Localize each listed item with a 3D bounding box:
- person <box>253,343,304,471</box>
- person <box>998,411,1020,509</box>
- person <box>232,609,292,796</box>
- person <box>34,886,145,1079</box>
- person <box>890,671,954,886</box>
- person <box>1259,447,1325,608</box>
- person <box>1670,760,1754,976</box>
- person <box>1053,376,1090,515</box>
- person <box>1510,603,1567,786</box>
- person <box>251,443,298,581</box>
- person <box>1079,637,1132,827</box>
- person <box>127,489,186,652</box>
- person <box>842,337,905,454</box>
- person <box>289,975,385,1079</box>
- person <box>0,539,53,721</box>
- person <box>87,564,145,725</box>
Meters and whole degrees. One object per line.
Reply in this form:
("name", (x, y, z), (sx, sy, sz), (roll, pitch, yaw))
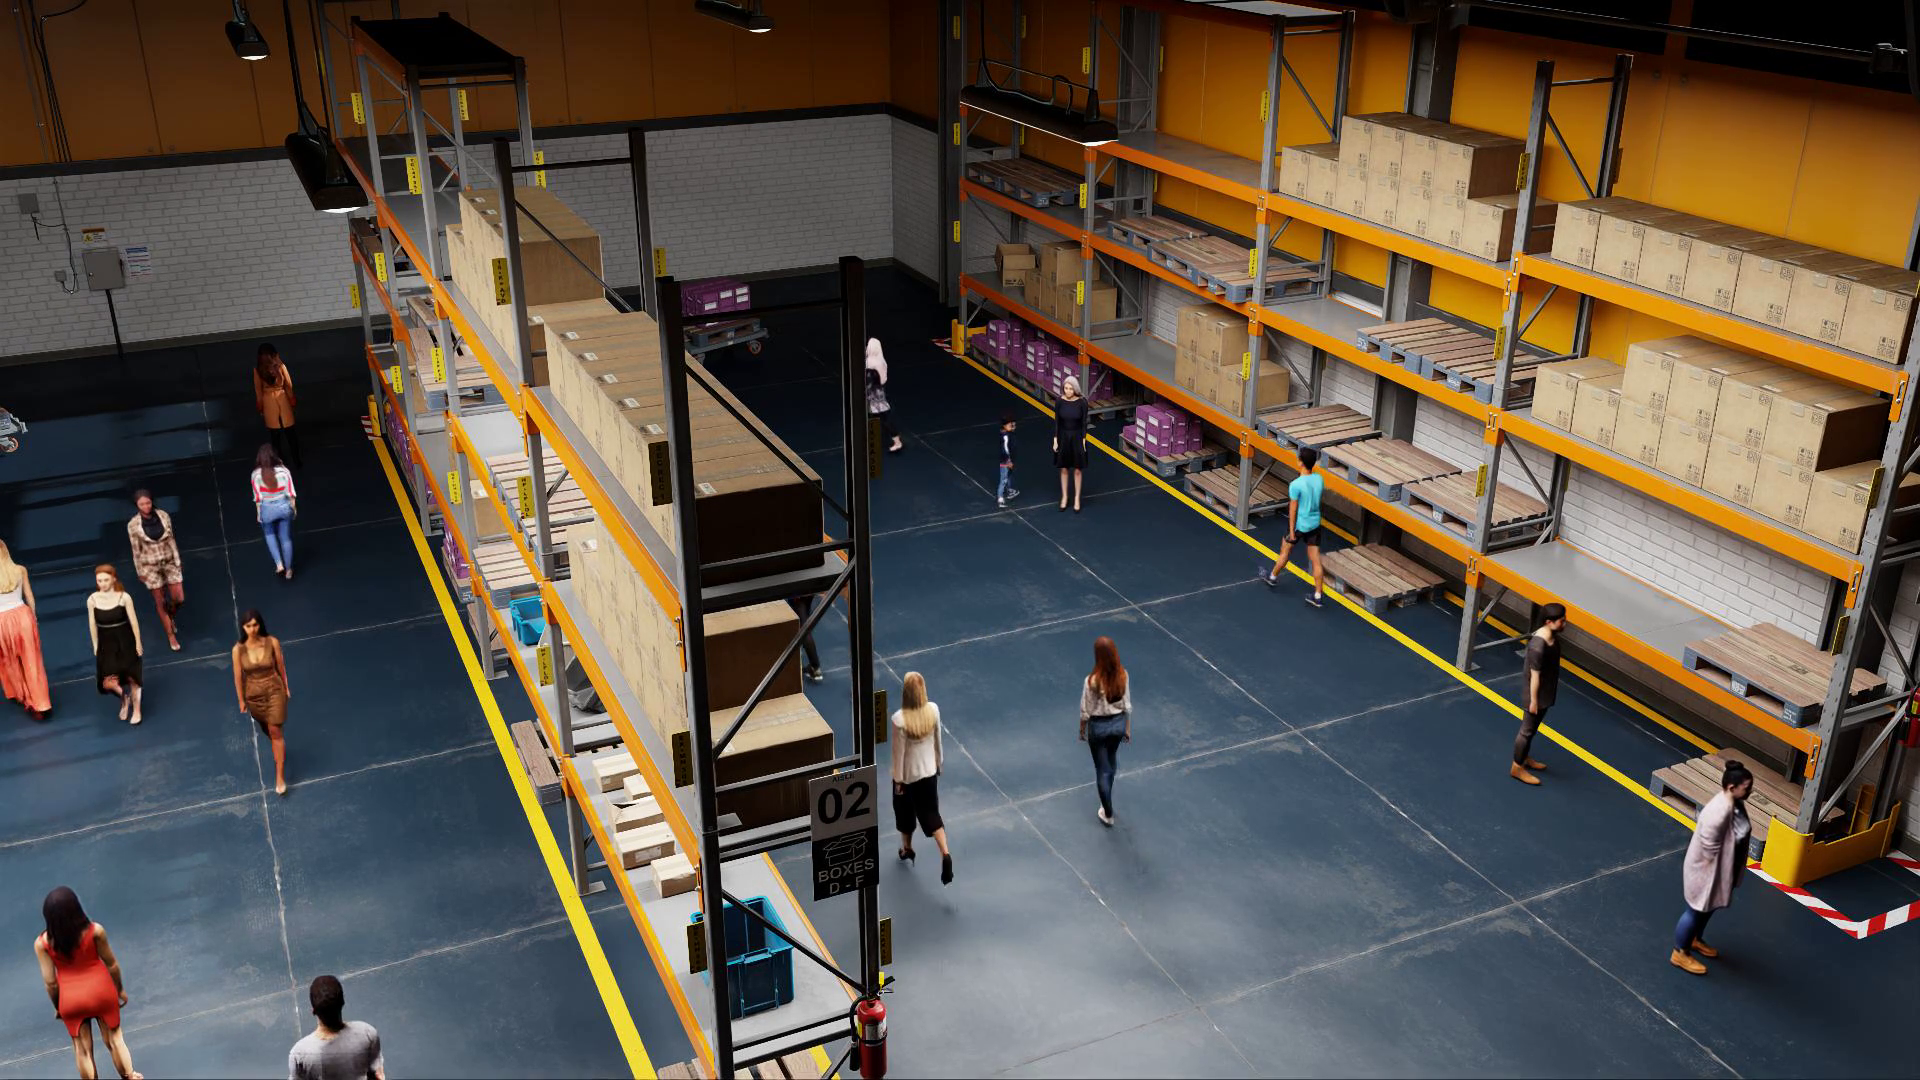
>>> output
("person", (-8.919, -1.741, 21.728), (0.700, 1.726, 0.611), (-8, 25, -18))
("person", (0.598, -1.048, 20.790), (0.762, 1.208, 0.735), (5, 24, 12))
("person", (-6.158, 1.360, 14.729), (0.657, 1.651, 1.114), (-8, 25, -17))
("person", (-5.719, 2.998, 10.897), (0.586, 1.718, 0.517), (-11, 26, -24))
("person", (-0.304, 1.930, 13.194), (0.693, 1.836, 1.094), (-14, 27, -28))
("person", (3.799, -0.100, 17.971), (0.666, 1.730, 1.112), (-11, 26, -24))
("person", (5.548, 2.387, 12.265), (0.773, 1.742, 0.750), (-22, 32, -40))
("person", (1.360, -1.181, 20.427), (0.710, 1.743, 0.749), (5, 24, 11))
("person", (5.121, 1.320, 14.741), (0.729, 1.714, 0.705), (13, 27, 26))
("person", (-7.632, -0.289, 18.568), (0.611, 1.597, 0.583), (-9, 25, -20))
("person", (1.265, 1.641, 14.011), (0.653, 1.710, 0.812), (-7, 25, -15))
("person", (-8.223, 0.280, 17.034), (0.684, 1.784, 0.756), (-19, 30, -37))
("person", (-1.060, -1.886, 22.232), (1.095, 1.590, 1.122), (4, 24, 10))
("person", (-3.592, 3.423, 9.747), (0.764, 1.862, 1.153), (-15, 28, -30))
("person", (-8.893, 0.875, 15.698), (1.110, 1.763, 0.888), (21, 31, 39))
("person", (-7.933, 0.951, 15.706), (0.634, 1.618, 0.649), (-6, 24, -14))
